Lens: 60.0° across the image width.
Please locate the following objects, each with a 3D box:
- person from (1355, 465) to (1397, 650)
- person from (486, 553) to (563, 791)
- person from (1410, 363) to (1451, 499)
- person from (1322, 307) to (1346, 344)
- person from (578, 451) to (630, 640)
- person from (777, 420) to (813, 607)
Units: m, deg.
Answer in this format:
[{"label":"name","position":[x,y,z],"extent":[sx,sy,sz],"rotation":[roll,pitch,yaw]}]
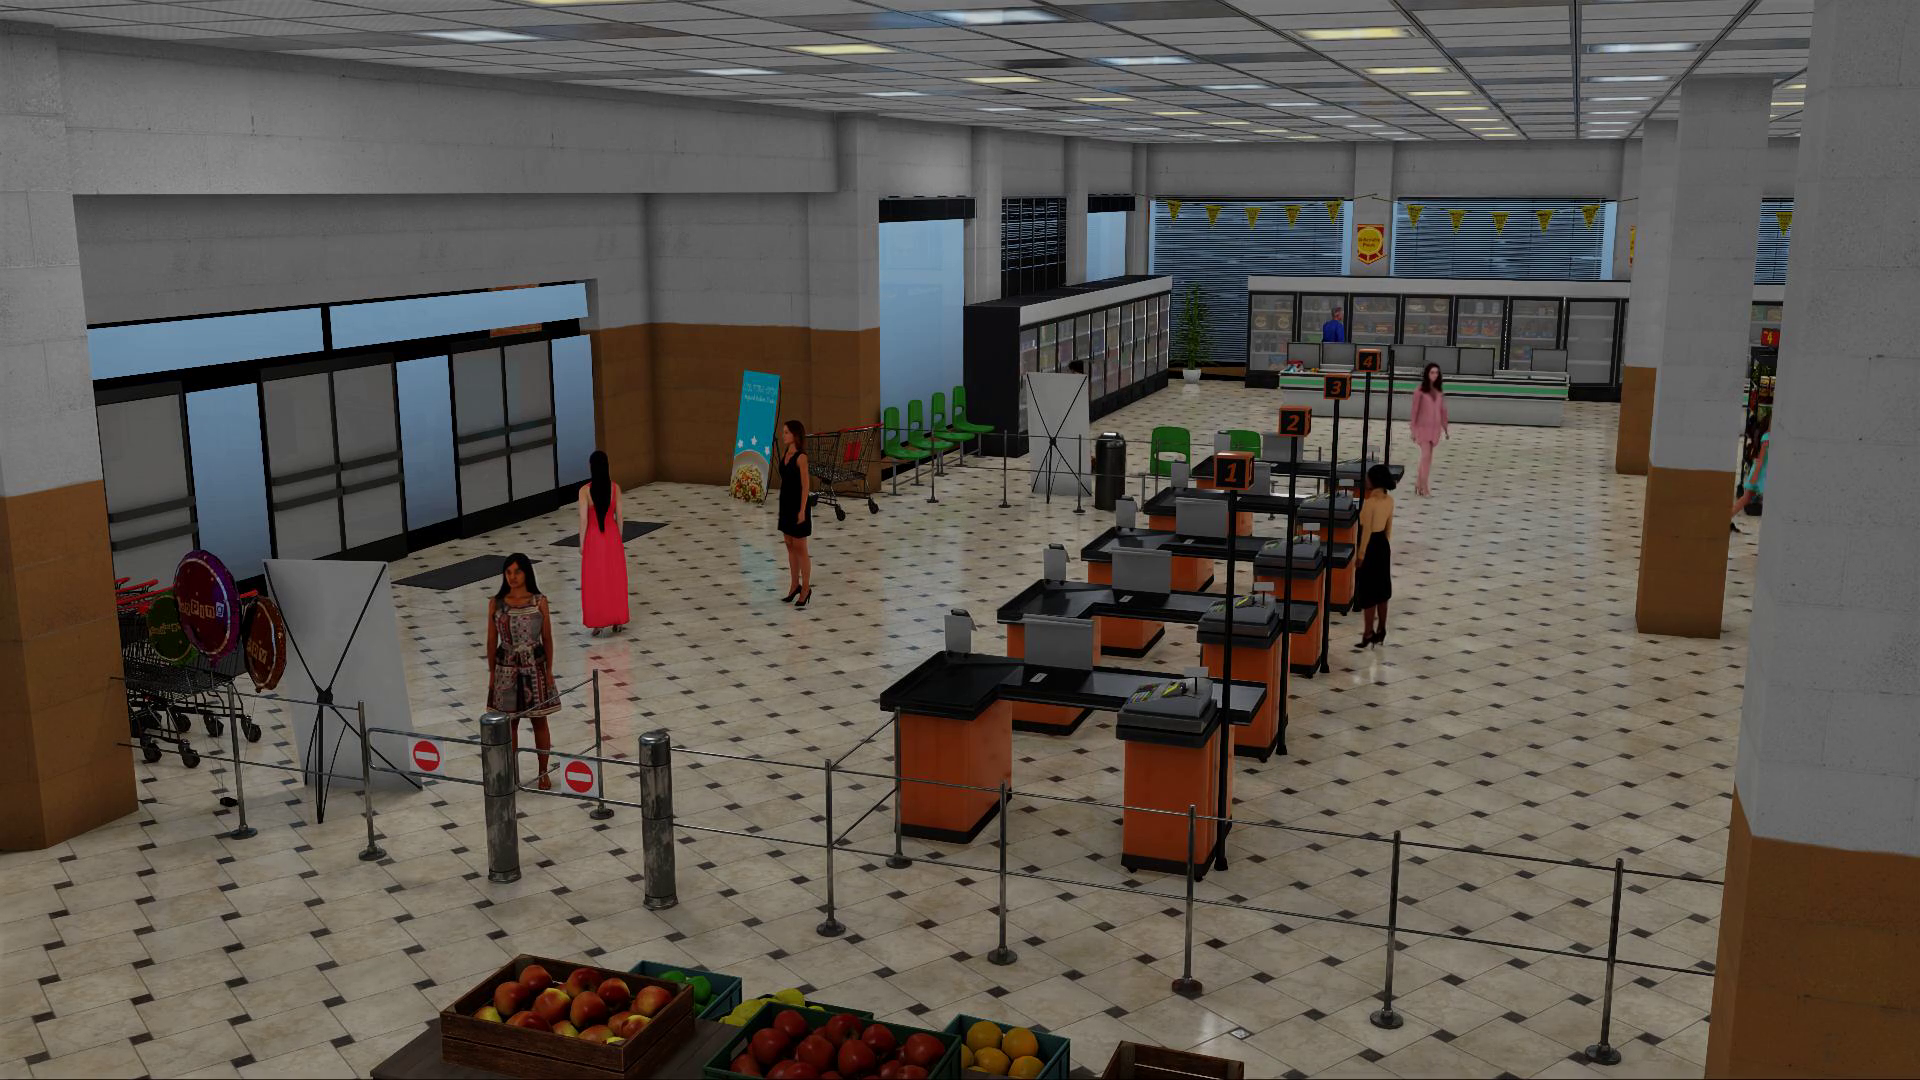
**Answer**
[{"label":"person","position":[3.700,0.144,14.847],"extent":[0.659,1.655,0.678],"rotation":[-10,16,-40]},{"label":"person","position":[-2.982,0.889,11.330],"extent":[0.642,1.645,0.785],"rotation":[-2,12,-8]},{"label":"person","position":[6.194,-1.465,22.173],"extent":[0.868,1.783,0.915],"rotation":[-4,13,-18]},{"label":"person","position":[7.208,-3.581,32.119],"extent":[0.832,1.826,0.776],"rotation":[-5,13,-24]},{"label":"person","position":[-3.268,0.035,15.189],"extent":[0.714,1.726,0.747],"rotation":[-8,14,-34]},{"label":"person","position":[-1.623,-0.265,16.351],"extent":[0.722,1.835,0.625],"rotation":[-9,15,-37]}]
